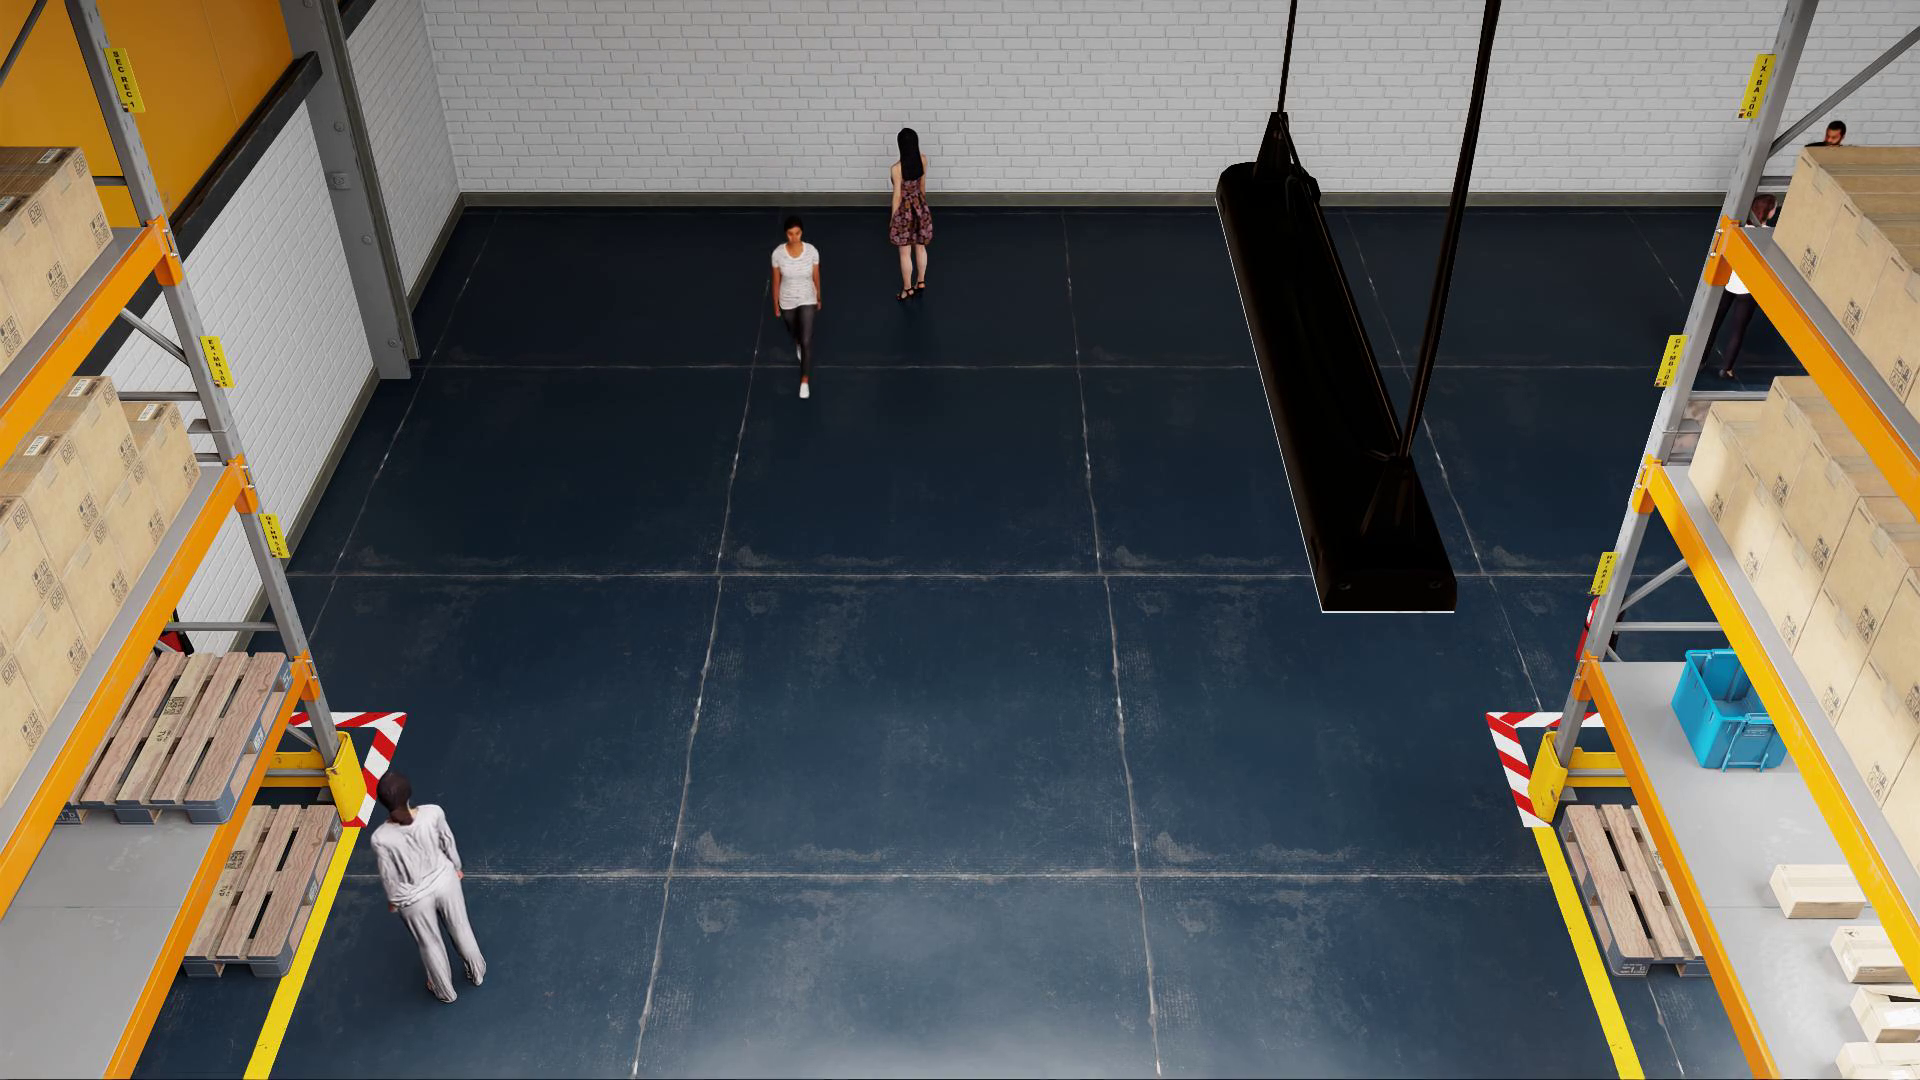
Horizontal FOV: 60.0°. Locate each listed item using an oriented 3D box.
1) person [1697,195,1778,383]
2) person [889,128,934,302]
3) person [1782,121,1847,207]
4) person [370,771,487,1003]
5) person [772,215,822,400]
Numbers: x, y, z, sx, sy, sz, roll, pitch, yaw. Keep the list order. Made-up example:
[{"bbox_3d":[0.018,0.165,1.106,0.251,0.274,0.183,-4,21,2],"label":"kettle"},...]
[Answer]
[{"bbox_3d":[6.855,-2.208,14.653,0.677,1.793,0.728,30,47,32],"label":"person"},{"bbox_3d":[-0.482,-3.076,15.755,0.804,1.774,0.862,-31,48,-33],"label":"person"},{"bbox_3d":[8.222,-3.251,16.020,1.075,1.716,1.240,24,44,27],"label":"person"},{"bbox_3d":[-3.026,1.973,9.433,0.678,1.774,0.714,-26,45,-29],"label":"person"},{"bbox_3d":[-1.440,-2.144,14.724,0.580,1.605,1.101,-1,39,-1],"label":"person"}]
